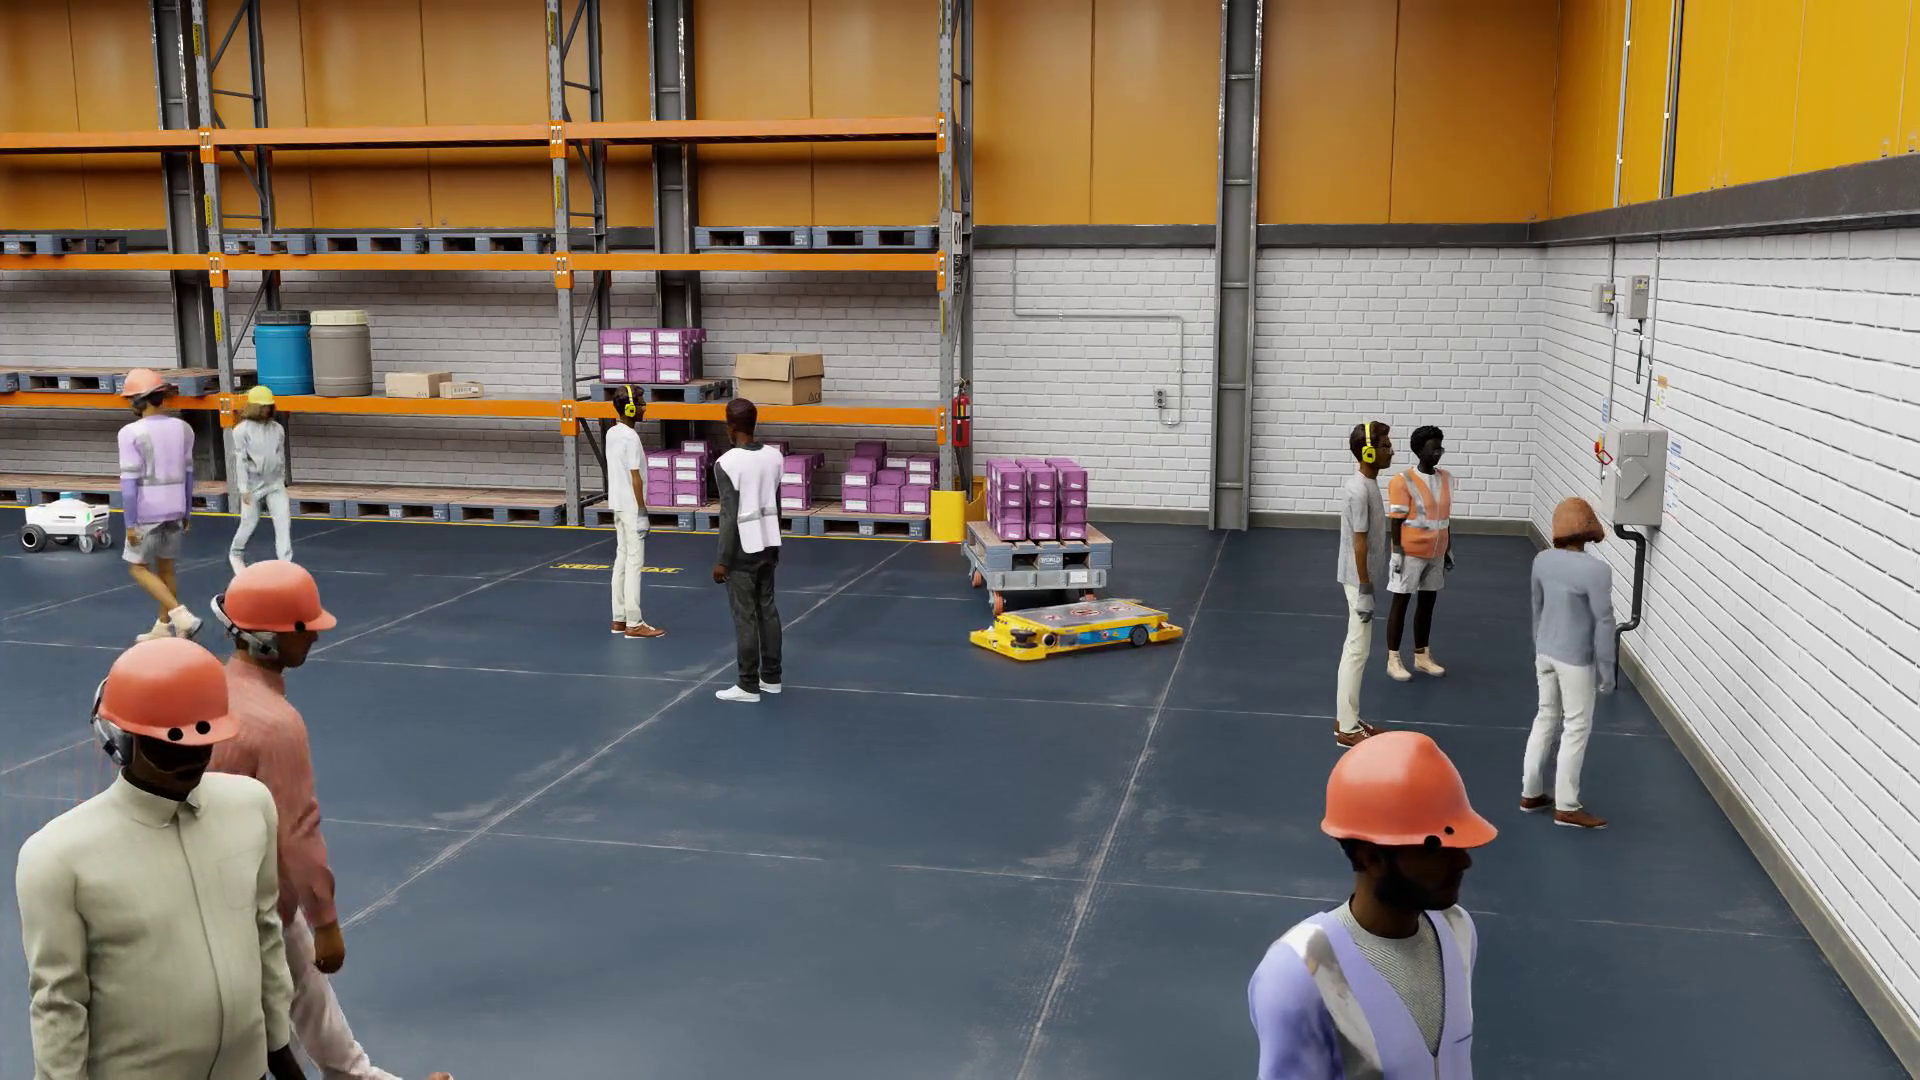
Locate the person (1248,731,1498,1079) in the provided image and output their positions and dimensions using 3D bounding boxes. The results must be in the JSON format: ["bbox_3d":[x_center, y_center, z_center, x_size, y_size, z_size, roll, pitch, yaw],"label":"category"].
[{"bbox_3d":[0.778,1.299,3.107,0.550,1.942,0.346,-7,12,-38],"label":"person"}]

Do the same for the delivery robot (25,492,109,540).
[{"bbox_3d":[-8.530,-0.216,15.900,0.707,0.478,0.477,2,10,9],"label":"delivery robot"}]

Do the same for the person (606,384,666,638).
[{"bbox_3d":[-2.419,-0.212,12.265,0.317,1.870,0.531,-6,12,-34],"label":"person"}]

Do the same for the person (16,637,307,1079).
[{"bbox_3d":[-1.703,1.184,3.650,0.387,1.989,0.608,5,11,27],"label":"person"}]

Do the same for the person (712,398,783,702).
[{"bbox_3d":[-1.324,0.063,10.496,0.375,1.916,0.598,6,11,30],"label":"person"}]

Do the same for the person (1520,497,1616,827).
[{"bbox_3d":[2.988,0.602,8.179,0.303,1.627,0.539,-3,10,-19],"label":"person"}]

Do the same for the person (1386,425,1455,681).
[{"bbox_3d":[3.058,0.083,11.030,0.530,1.697,0.321,-5,11,-26],"label":"person"}]

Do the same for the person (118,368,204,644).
[{"bbox_3d":[-5.646,-0.200,11.736,0.710,2.028,0.612,4,10,22],"label":"person"}]

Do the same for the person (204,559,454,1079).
[{"bbox_3d":[-2.018,1.010,4.855,1.065,1.928,0.638,-8,13,-41],"label":"person"}]

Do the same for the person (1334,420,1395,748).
[{"bbox_3d":[2.318,0.255,9.489,0.328,1.876,0.514,2,10,12],"label":"person"}]

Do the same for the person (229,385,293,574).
[{"bbox_3d":[-6.045,-0.489,14.349,0.817,1.711,0.482,7,12,37],"label":"person"}]

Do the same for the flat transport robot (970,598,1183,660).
[{"bbox_3d":[0.852,0.629,12.015,1.431,0.197,0.652,-6,11,-31],"label":"flat transport robot"}]
